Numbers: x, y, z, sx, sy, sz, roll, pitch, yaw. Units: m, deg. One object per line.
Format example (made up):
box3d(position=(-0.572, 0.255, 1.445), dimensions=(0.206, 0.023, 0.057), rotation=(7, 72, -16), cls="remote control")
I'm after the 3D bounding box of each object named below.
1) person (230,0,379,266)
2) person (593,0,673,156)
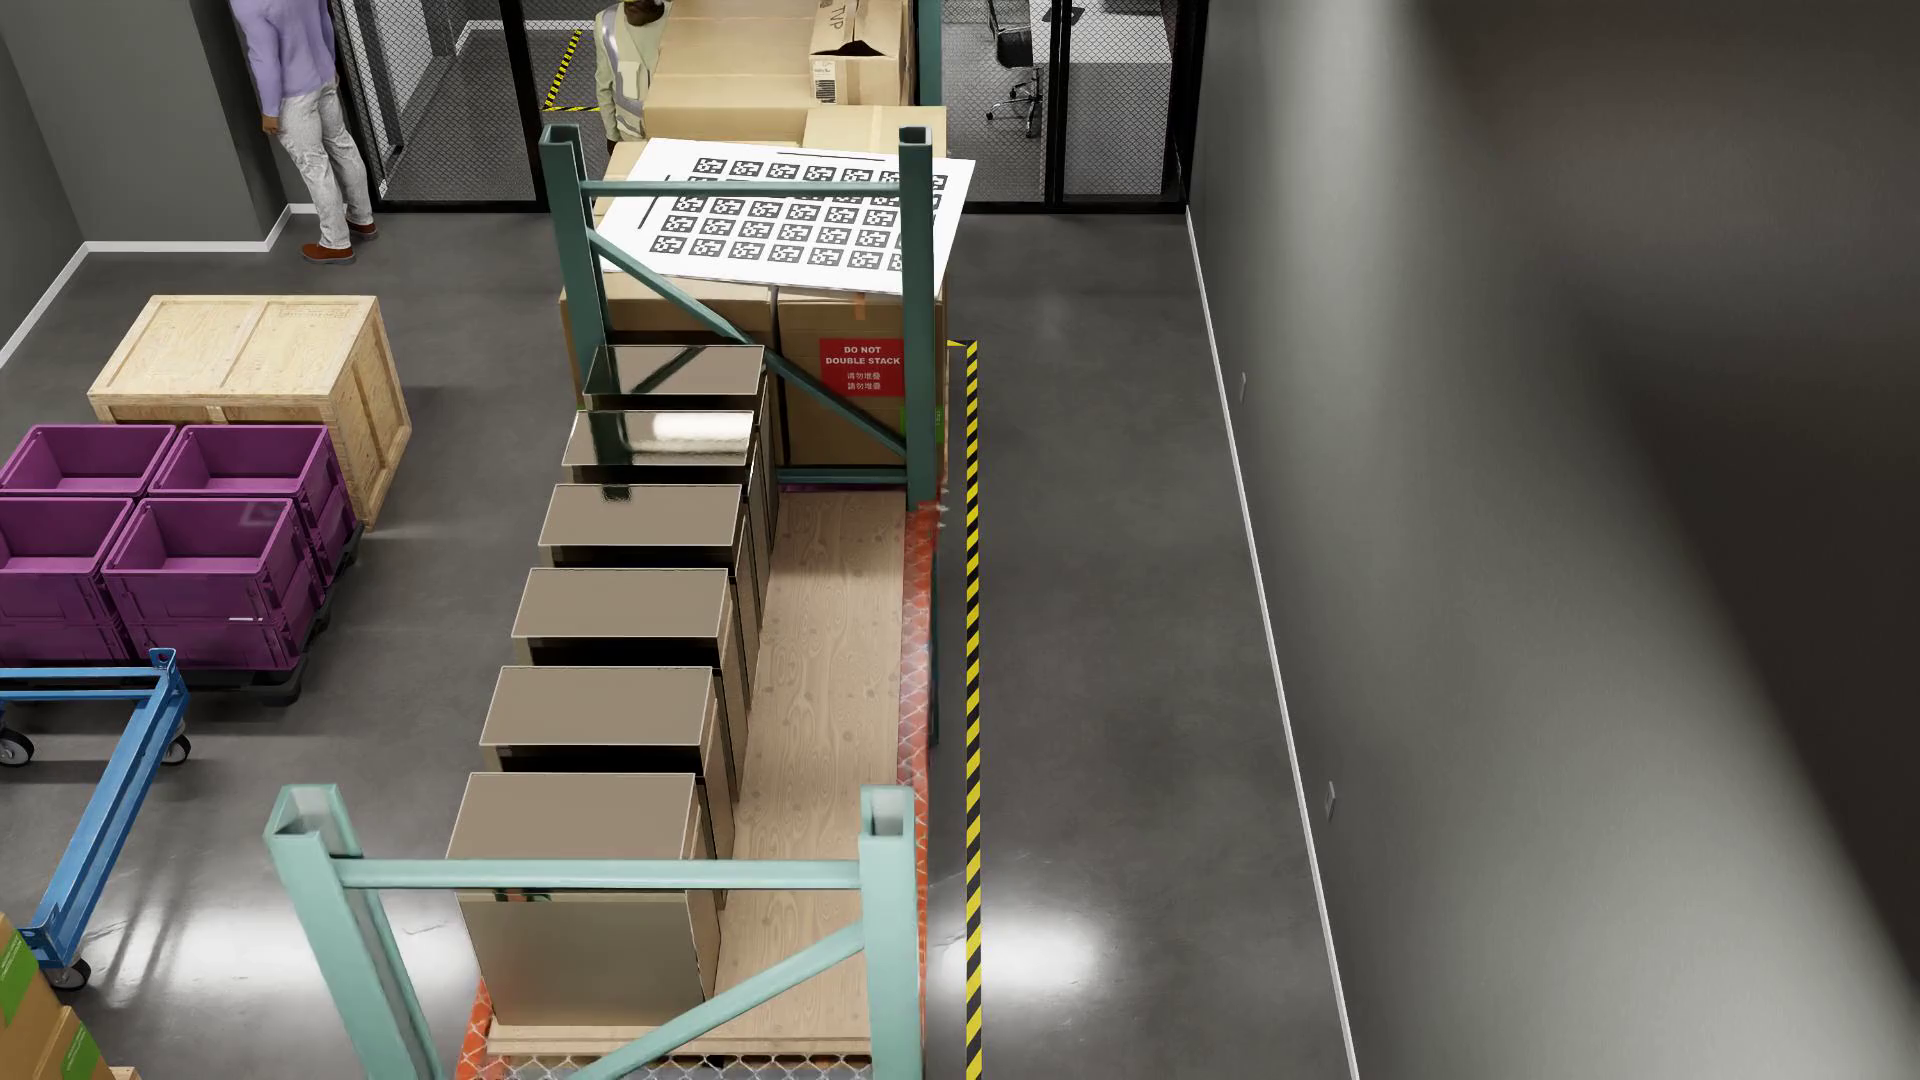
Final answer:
box3d(position=(-3.402, -2.343, 8.564), dimensions=(0.362, 1.938, 0.635), rotation=(10, 42, 12), cls="person")
box3d(position=(-1.498, -2.065, 8.330), dimensions=(0.603, 1.825, 0.404), rotation=(0, 41, 0), cls="person")
